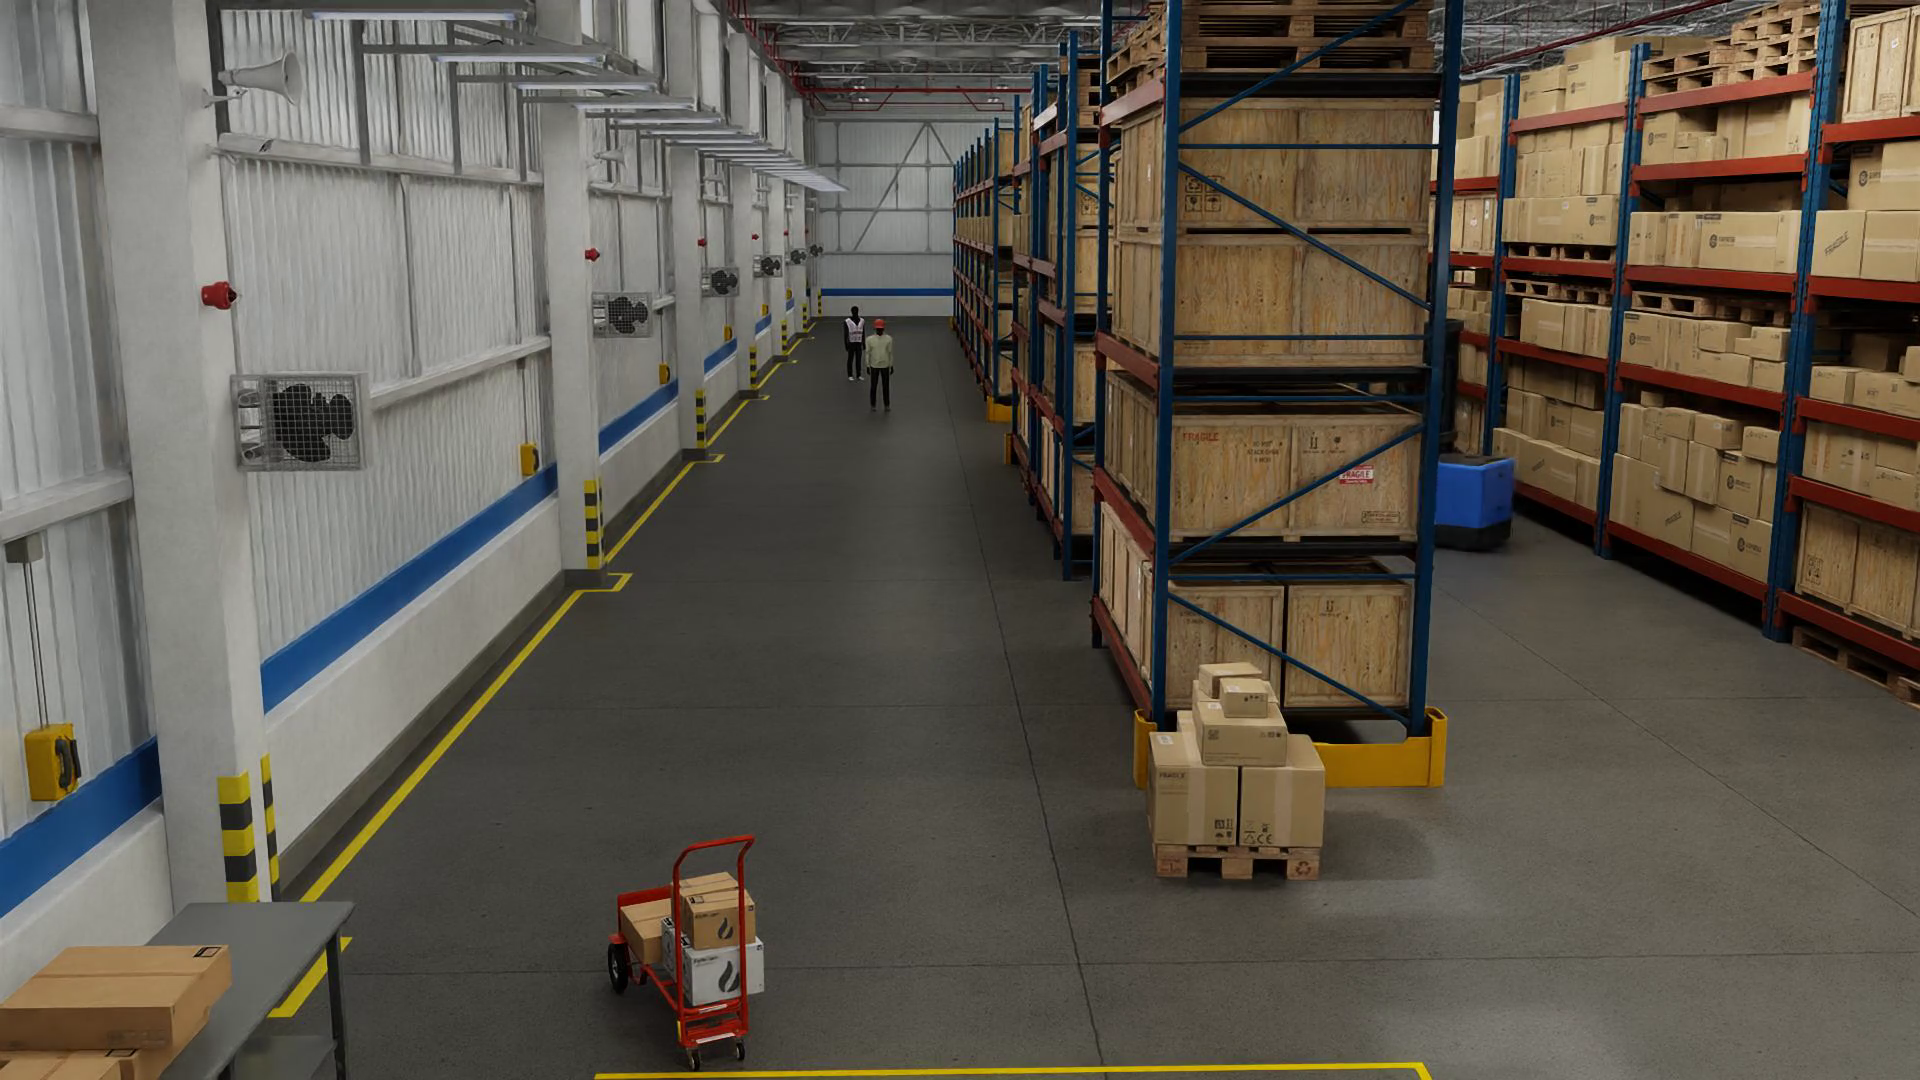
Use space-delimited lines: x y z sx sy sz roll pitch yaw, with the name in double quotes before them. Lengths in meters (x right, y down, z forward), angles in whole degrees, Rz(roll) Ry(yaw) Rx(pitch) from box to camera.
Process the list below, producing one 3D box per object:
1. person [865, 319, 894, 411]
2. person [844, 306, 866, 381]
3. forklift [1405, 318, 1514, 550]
"person" -1.725 -3.745 35.678 0.619 1.986 0.410 -2 11 -12
"person" -2.706 -5.031 42.569 0.589 1.911 0.387 -7 13 -34
"forklift" 6.005 -1.406 21.163 1.873 2.768 1.129 9 14 40
